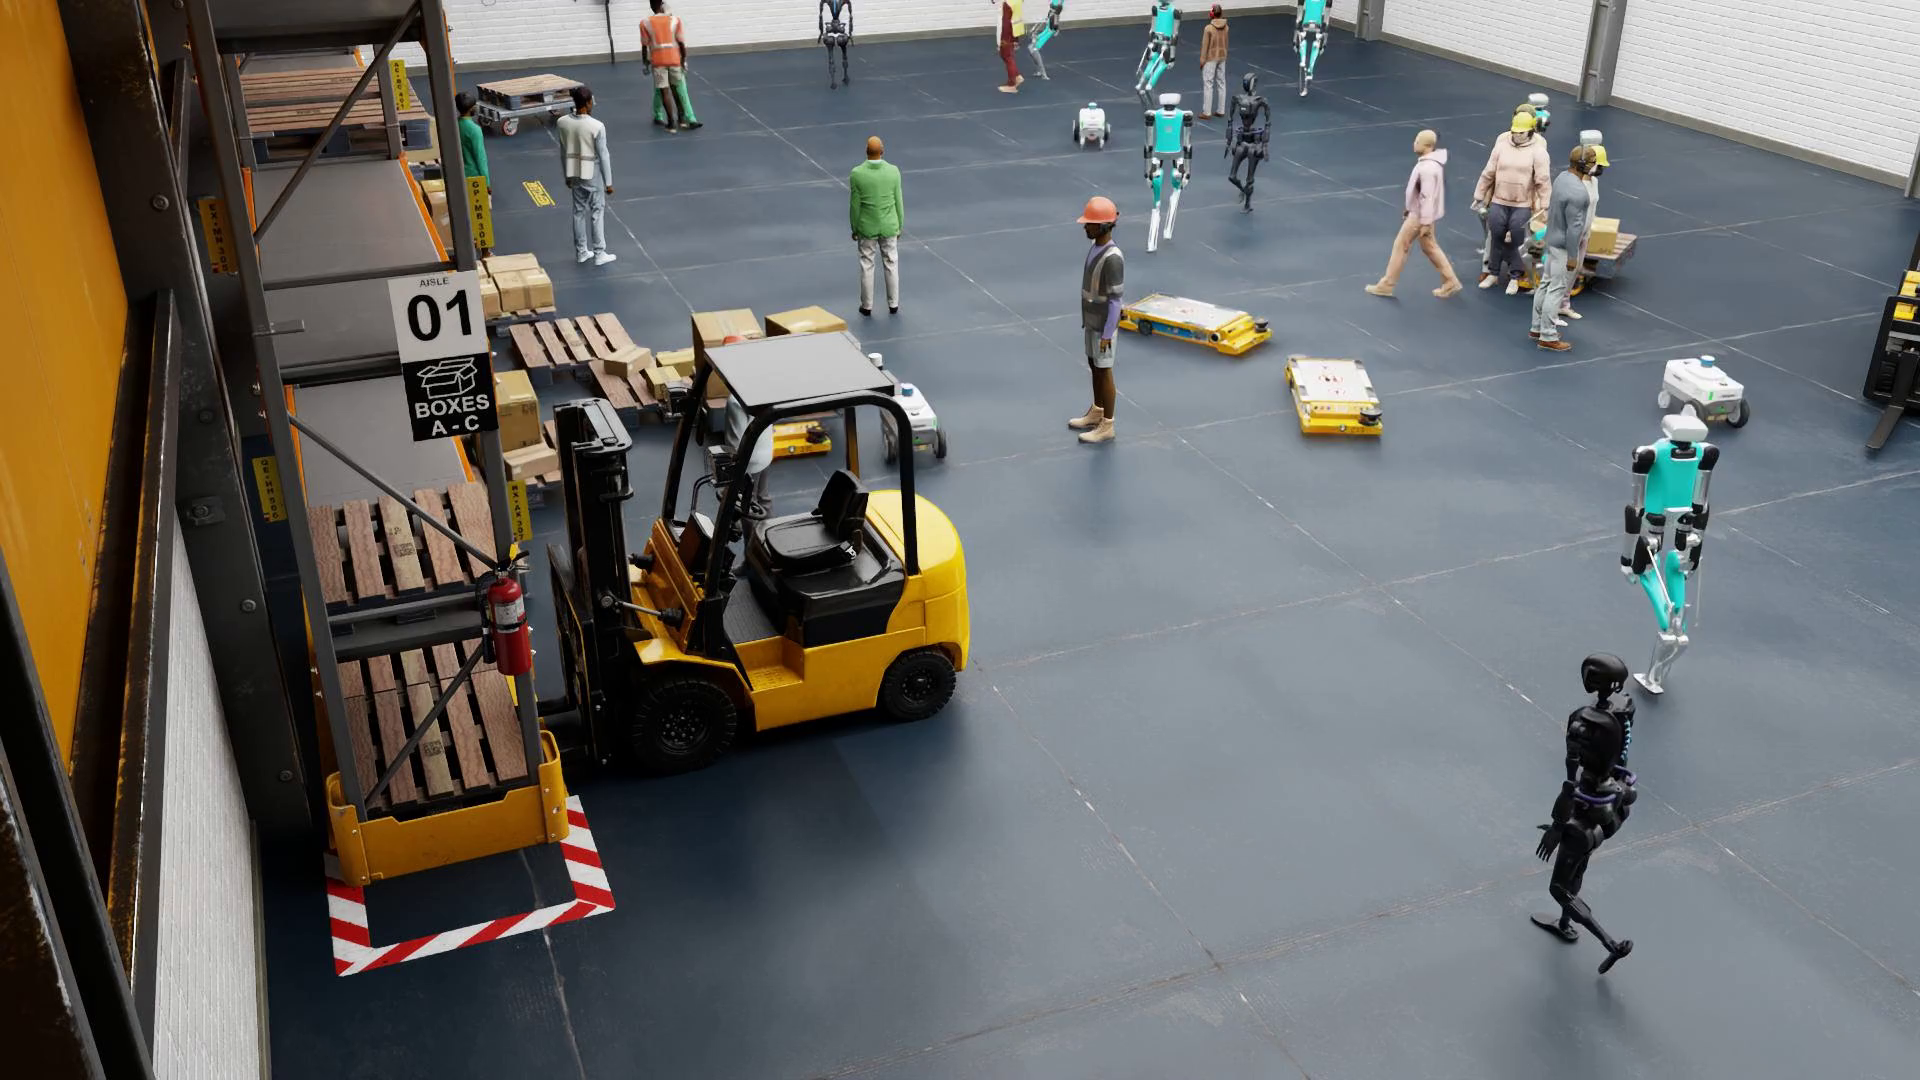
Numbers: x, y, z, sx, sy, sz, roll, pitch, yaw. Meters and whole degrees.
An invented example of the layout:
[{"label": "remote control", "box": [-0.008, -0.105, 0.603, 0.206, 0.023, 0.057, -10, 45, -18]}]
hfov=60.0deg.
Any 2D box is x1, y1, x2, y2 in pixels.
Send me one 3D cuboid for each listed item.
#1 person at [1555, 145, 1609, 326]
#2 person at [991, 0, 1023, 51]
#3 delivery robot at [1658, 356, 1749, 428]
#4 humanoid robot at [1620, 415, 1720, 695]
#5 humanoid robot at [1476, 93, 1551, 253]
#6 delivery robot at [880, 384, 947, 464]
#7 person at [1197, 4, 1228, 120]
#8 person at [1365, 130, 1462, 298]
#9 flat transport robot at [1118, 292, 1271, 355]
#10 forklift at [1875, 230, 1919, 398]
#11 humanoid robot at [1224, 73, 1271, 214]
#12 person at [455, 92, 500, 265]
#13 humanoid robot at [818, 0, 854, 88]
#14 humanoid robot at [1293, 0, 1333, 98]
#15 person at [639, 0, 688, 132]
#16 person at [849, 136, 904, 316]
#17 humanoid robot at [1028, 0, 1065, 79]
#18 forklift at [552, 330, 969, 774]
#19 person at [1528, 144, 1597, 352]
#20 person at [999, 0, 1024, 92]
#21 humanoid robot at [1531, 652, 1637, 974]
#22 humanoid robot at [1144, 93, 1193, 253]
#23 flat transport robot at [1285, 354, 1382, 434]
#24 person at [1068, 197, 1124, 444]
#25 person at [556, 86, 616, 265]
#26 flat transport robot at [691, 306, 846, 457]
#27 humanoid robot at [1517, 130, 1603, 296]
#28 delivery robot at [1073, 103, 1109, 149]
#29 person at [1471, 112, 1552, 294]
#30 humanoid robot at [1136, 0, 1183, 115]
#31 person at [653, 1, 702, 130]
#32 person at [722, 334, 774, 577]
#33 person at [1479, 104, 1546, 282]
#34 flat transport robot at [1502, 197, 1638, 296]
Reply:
[{"label": "person", "box": [6.046, -2.979, 16.258, 0.339, 1.760, 0.529, 23, 35, 38]}, {"label": "person", "box": [0.833, -9.575, 29.234, 0.582, 1.883, 0.348, 1, 27, 2]}, {"label": "delivery robot", "box": [6.338, -1.275, 14.191, 0.499, 0.582, 0.764, -5, 27, -10]}, {"label": "humanoid robot", "box": [4.316, 0.214, 10.013, 0.540, 1.850, 0.770, -5, 27, -9]}, {"label": "humanoid robot", "box": [5.980, -4.004, 18.369, 0.808, 1.821, 0.551, 0, 27, 0]}, {"label": "delivery robot", "box": [-0.422, -0.966, 13.609, 0.499, 0.611, 0.812, -7, 28, -13]}, {"label": "person", "box": [3.733, -7.013, 24.403, 0.462, 1.641, 0.308, -14, 30, -26]}, {"label": "person", "box": [4.733, -3.303, 16.920, 0.925, 1.744, 0.523, 10, 29, 20]}, {"label": "flat transport robot", "box": [2.241, -2.117, 16.197, 1.431, 0.231, 0.659, 20, 33, 34]}, {"label": "forklift", "box": [9.029, -2.397, 14.618, 1.214, 2.155, 2.313, 18, 32, 32]}, {"label": "humanoid robot", "box": [3.471, -4.740, 19.855, 0.600, 1.648, 0.422, 18, 32, 32]}, {"label": "person", "box": [-5.286, -3.905, 18.006, 0.496, 1.843, 0.404, 20, 33, 34]}, {"label": "humanoid robot", "box": [-1.987, -8.103, 26.557, 0.584, 1.636, 0.633, 1, 27, 2]}, {"label": "humanoid robot", "box": [5.375, -7.572, 25.470, 0.550, 1.769, 1.040, 4, 27, 8]}, {"label": "person", "box": [-4.211, -6.808, 23.683, 0.626, 1.932, 0.553, -11, 29, -21]}, {"label": "person", "box": [-0.824, -3.096, 16.461, 0.542, 1.783, 0.384, -6, 27, -11]}, {"label": "humanoid robot", "box": [1.365, -8.400, 27.061, 0.790, 1.779, 0.530, -2, 27, -4]}, {"label": "forklift", "box": [-1.094, 0.010, 9.831, 2.313, 2.155, 1.214, -10, 28, -20]}, {"label": "person", "box": [5.655, -2.743, 15.587, 0.351, 1.937, 0.634, 1, 27, 2]}, {"label": "person", "box": [0.773, -7.909, 26.061, 0.441, 1.755, 0.487, 9, 28, 17]}, {"label": "humanoid robot", "box": [3.064, 1.291, 7.860, 0.611, 1.632, 0.581, -22, 34, -36]}, {"label": "humanoid robot", "box": [2.312, -4.117, 18.557, 0.541, 1.788, 0.875, 4, 27, 7]}, {"label": "flat transport robot", "box": [3.247, -1.277, 14.526, 0.659, 0.231, 1.431, 2, 27, 3]}, {"label": "person", "box": [1.117, -1.789, 13.573, 0.375, 2.041, 0.614, -5, 27, -9]}, {"label": "person", "box": [-4.041, -3.922, 17.969, 0.597, 1.910, 0.403, 10, 28, 19]}, {"label": "flat transport robot", "box": [-1.571, -1.066, 14.107, 0.659, 0.231, 1.431, -7, 28, -14]}, {"label": "humanoid robot", "box": [5.994, -3.221, 16.821, 0.782, 1.828, 0.532, 3, 27, 5]}, {"label": "delivery robot", "box": [1.838, -5.775, 23.168, 0.499, 0.606, 0.796, 1, 27, 2]}, {"label": "person", "box": [5.707, -3.486, 17.158, 0.804, 1.857, 0.436, 18, 32, 32]}, {"label": "humanoid robot", "box": [2.858, -7.093, 24.500, 0.729, 1.791, 0.530, -23, 35, -38]}, {"label": "person", "box": [-4.152, -6.778, 23.778, 0.970, 1.791, 0.545, 23, 35, 38]}, {"label": "person", "box": [-1.479, -0.587, 11.518, 0.351, 1.739, 0.572, 7, 28, 14]}, {"label": "person", "box": [5.778, -3.615, 17.393, 0.551, 1.877, 0.414, 8, 28, 16]}, {"label": "flat transport robot", "box": [6.459, -2.923, 17.801, 0.659, 0.231, 1.431, 16, 31, 29]}]
